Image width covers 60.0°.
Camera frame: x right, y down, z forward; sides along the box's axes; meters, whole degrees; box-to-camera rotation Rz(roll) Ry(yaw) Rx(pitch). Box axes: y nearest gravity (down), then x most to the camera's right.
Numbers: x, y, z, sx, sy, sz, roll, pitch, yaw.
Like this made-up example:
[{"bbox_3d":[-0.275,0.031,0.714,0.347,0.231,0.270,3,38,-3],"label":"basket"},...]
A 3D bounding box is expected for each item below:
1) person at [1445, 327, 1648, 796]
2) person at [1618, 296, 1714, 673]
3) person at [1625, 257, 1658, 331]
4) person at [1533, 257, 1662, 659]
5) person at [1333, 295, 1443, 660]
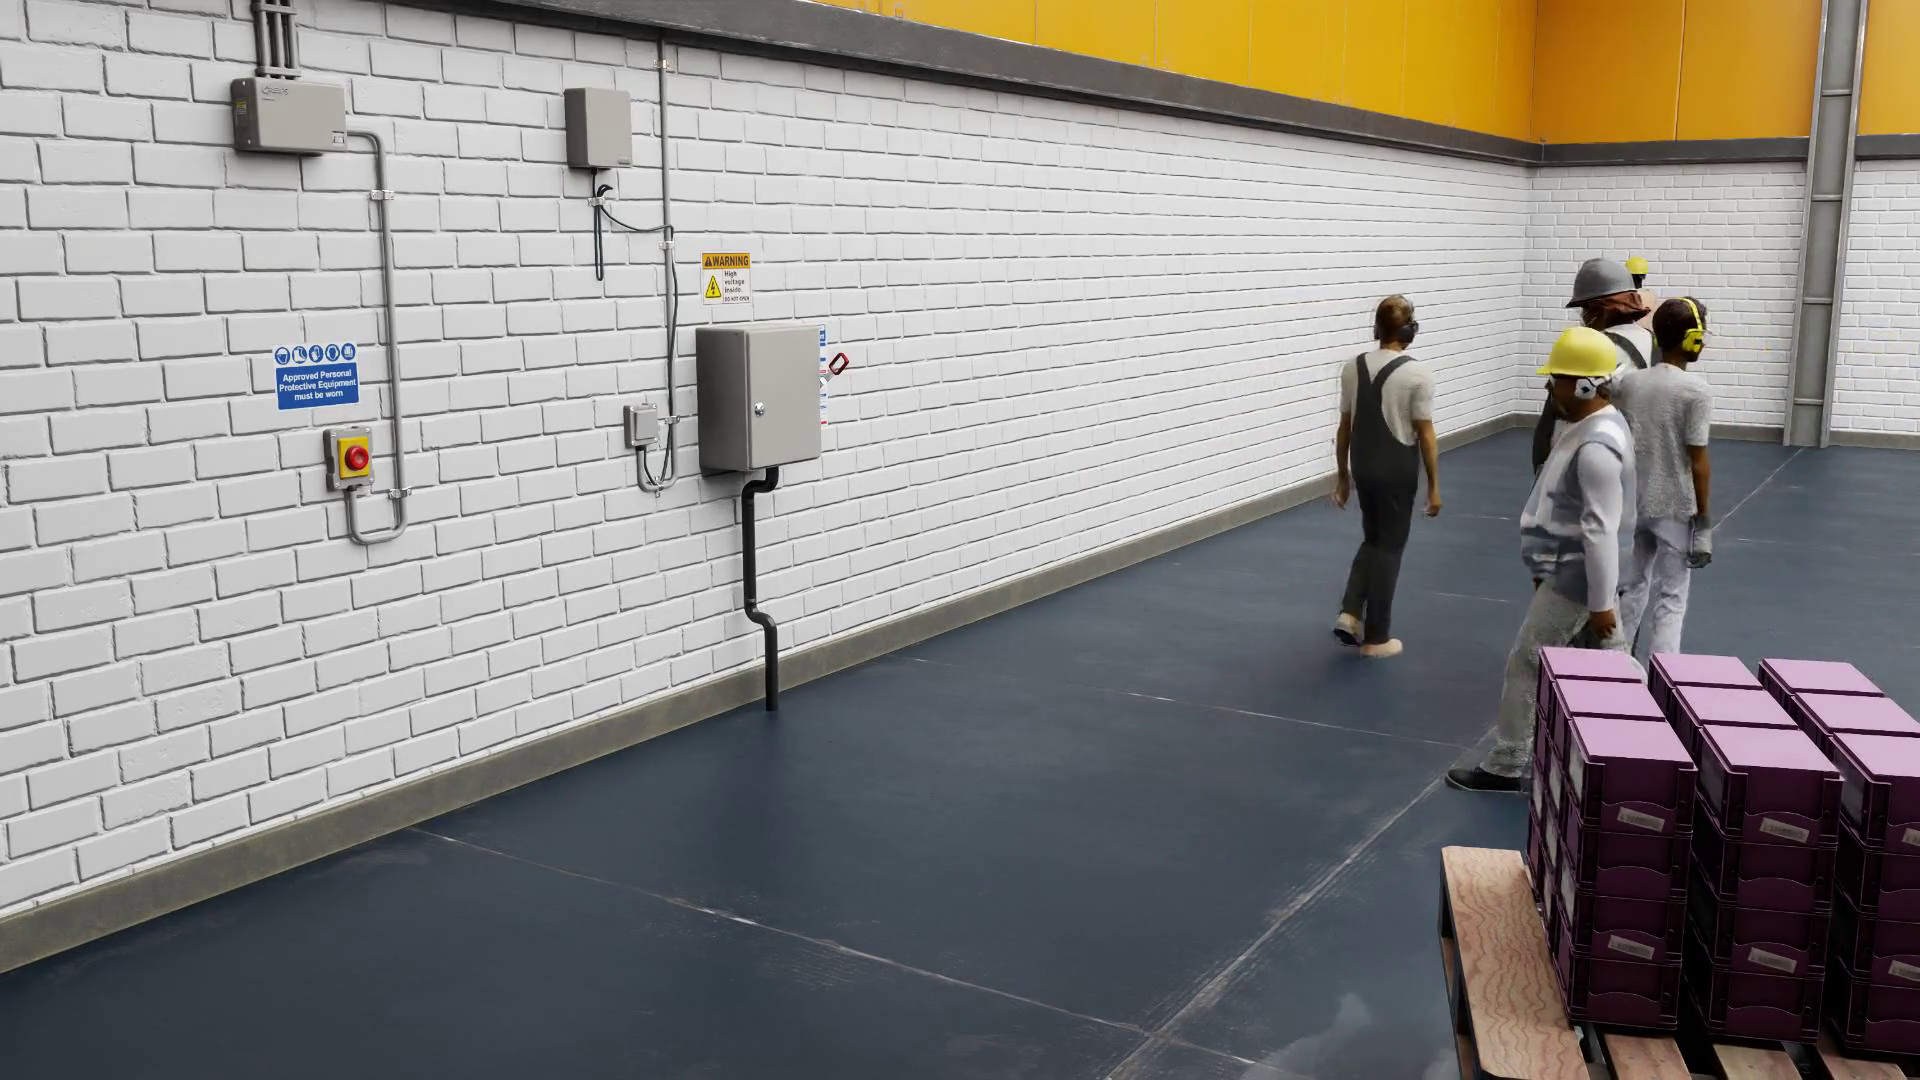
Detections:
[{"bbox_3d":[2.358,0.110,6.158,0.913,1.800,0.582,4,11,23],"label":"person"},{"bbox_3d":[2.980,-0.090,7.052,0.309,1.866,0.529,-4,11,-23],"label":"person"},{"bbox_3d":[6.872,-1.923,17.032,0.587,1.930,0.359,-9,13,-39],"label":"person"},{"bbox_3d":[2.861,-0.268,7.551,0.677,2.000,0.536,-8,13,-37],"label":"person"},{"bbox_3d":[2.144,-0.298,8.300,0.402,1.829,0.516,-8,13,-39],"label":"person"}]
